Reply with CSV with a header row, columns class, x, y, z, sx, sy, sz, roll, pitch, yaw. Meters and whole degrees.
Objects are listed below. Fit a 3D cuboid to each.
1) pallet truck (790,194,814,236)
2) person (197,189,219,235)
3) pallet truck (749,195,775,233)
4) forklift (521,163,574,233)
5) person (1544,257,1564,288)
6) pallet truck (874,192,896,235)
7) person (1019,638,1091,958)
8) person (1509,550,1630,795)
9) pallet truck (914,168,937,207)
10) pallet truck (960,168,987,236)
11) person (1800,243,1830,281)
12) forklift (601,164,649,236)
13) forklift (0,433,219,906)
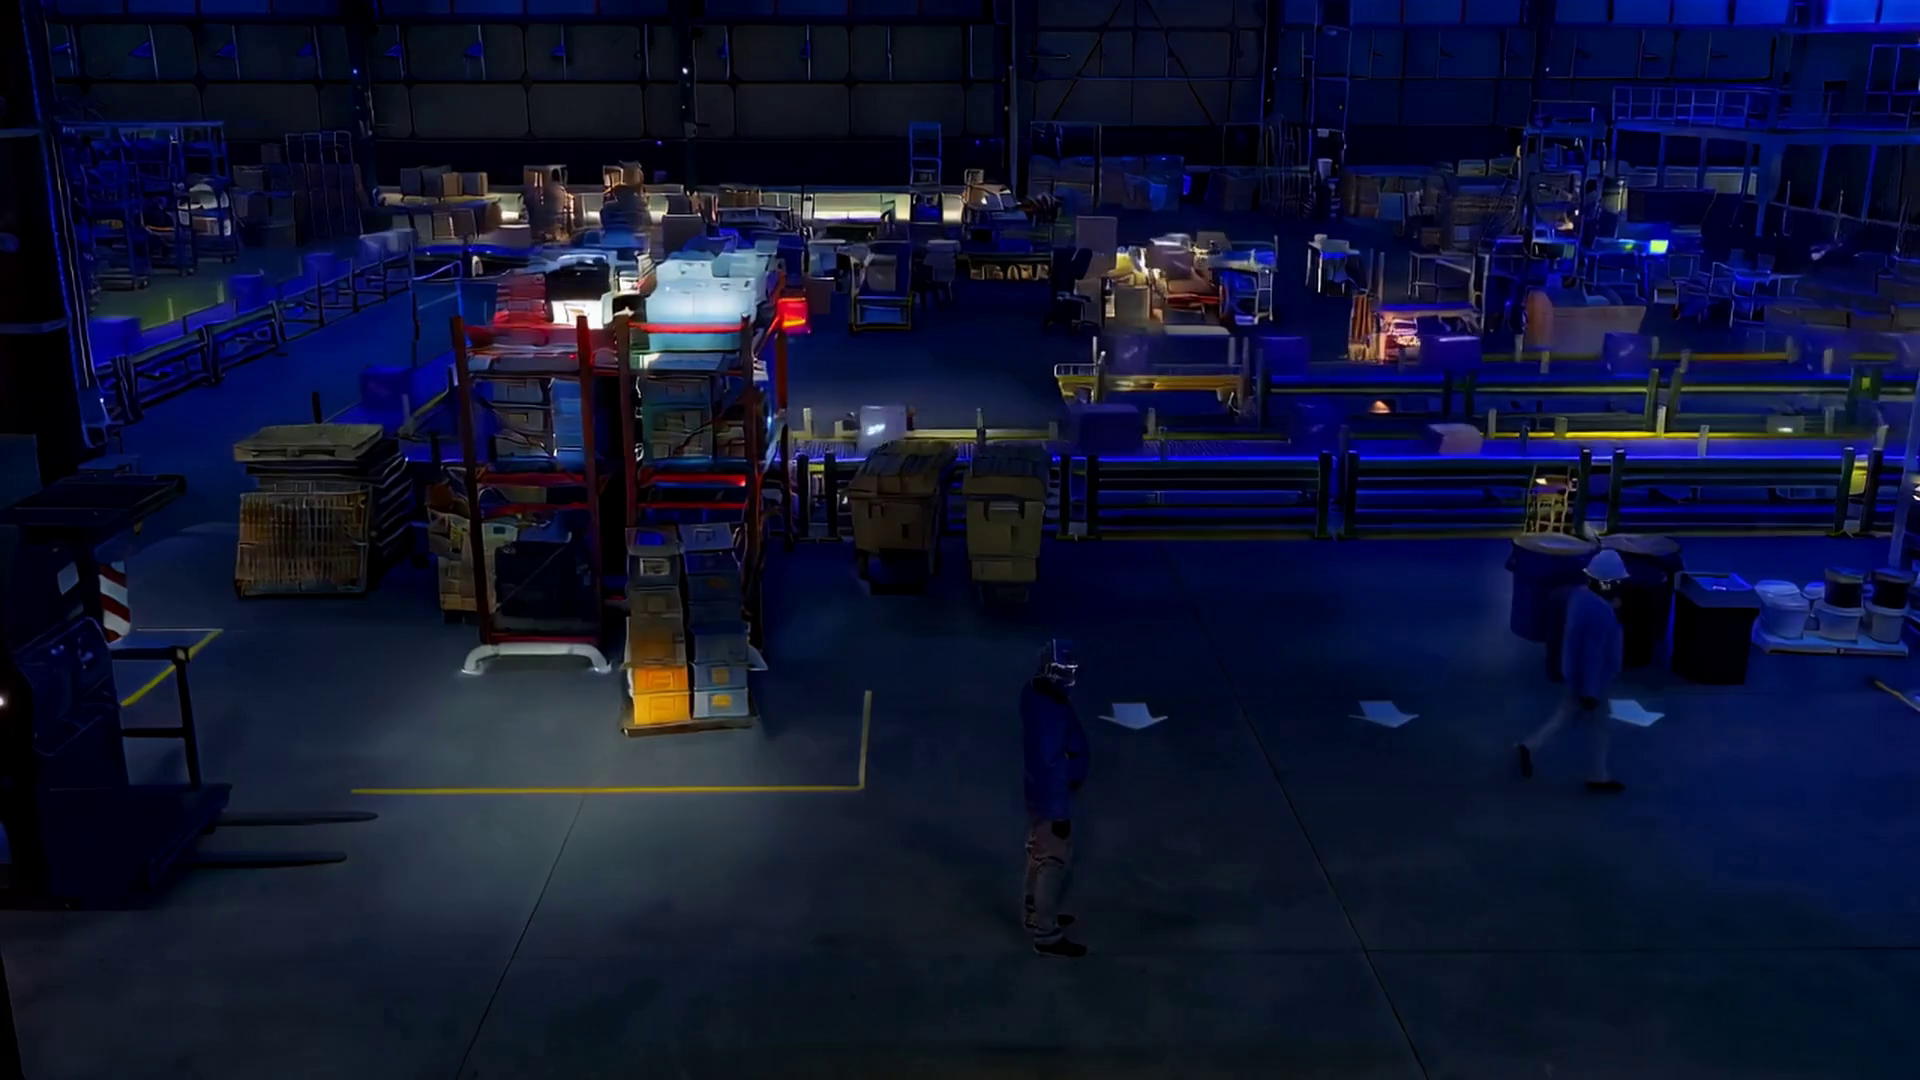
class,x,y,z,sx,sy,sz,roll,pitch,yaw
pallet truck,-4.814,-9.883,50.259,0.704,1.261,1.522,-1,16,-3
person,-20.721,-8.928,45.981,0.591,1.829,0.404,4,17,14
pallet truck,-6.051,-9.967,50.660,0.680,1.201,1.601,0,16,-1
forklift,-12.233,-10.122,49.298,1.157,1.987,2.680,0,16,-1
person,10.142,-3.908,28.460,0.329,1.872,0.508,13,21,38
pallet truck,-2.277,-9.986,50.594,0.653,1.274,1.630,0,16,-1
person,0.553,1.478,9.675,0.407,1.908,0.641,-2,16,-7
person,4.367,0.928,11.749,0.727,1.815,0.593,0,16,1
pallet truck,-0.989,-10.316,50.507,0.823,1.965,1.885,1,16,3
pallet truck,0.383,-10.230,50.206,0.823,1.965,1.885,-1,16,-3
person,16.229,-4.763,31.640,0.401,1.743,0.538,-11,20,-34
forklift,-9.948,-10.127,49.296,1.157,1.987,2.680,-1,16,-3
forklift,-5.952,0.780,10.366,1.873,2.768,1.129,0,16,-1
